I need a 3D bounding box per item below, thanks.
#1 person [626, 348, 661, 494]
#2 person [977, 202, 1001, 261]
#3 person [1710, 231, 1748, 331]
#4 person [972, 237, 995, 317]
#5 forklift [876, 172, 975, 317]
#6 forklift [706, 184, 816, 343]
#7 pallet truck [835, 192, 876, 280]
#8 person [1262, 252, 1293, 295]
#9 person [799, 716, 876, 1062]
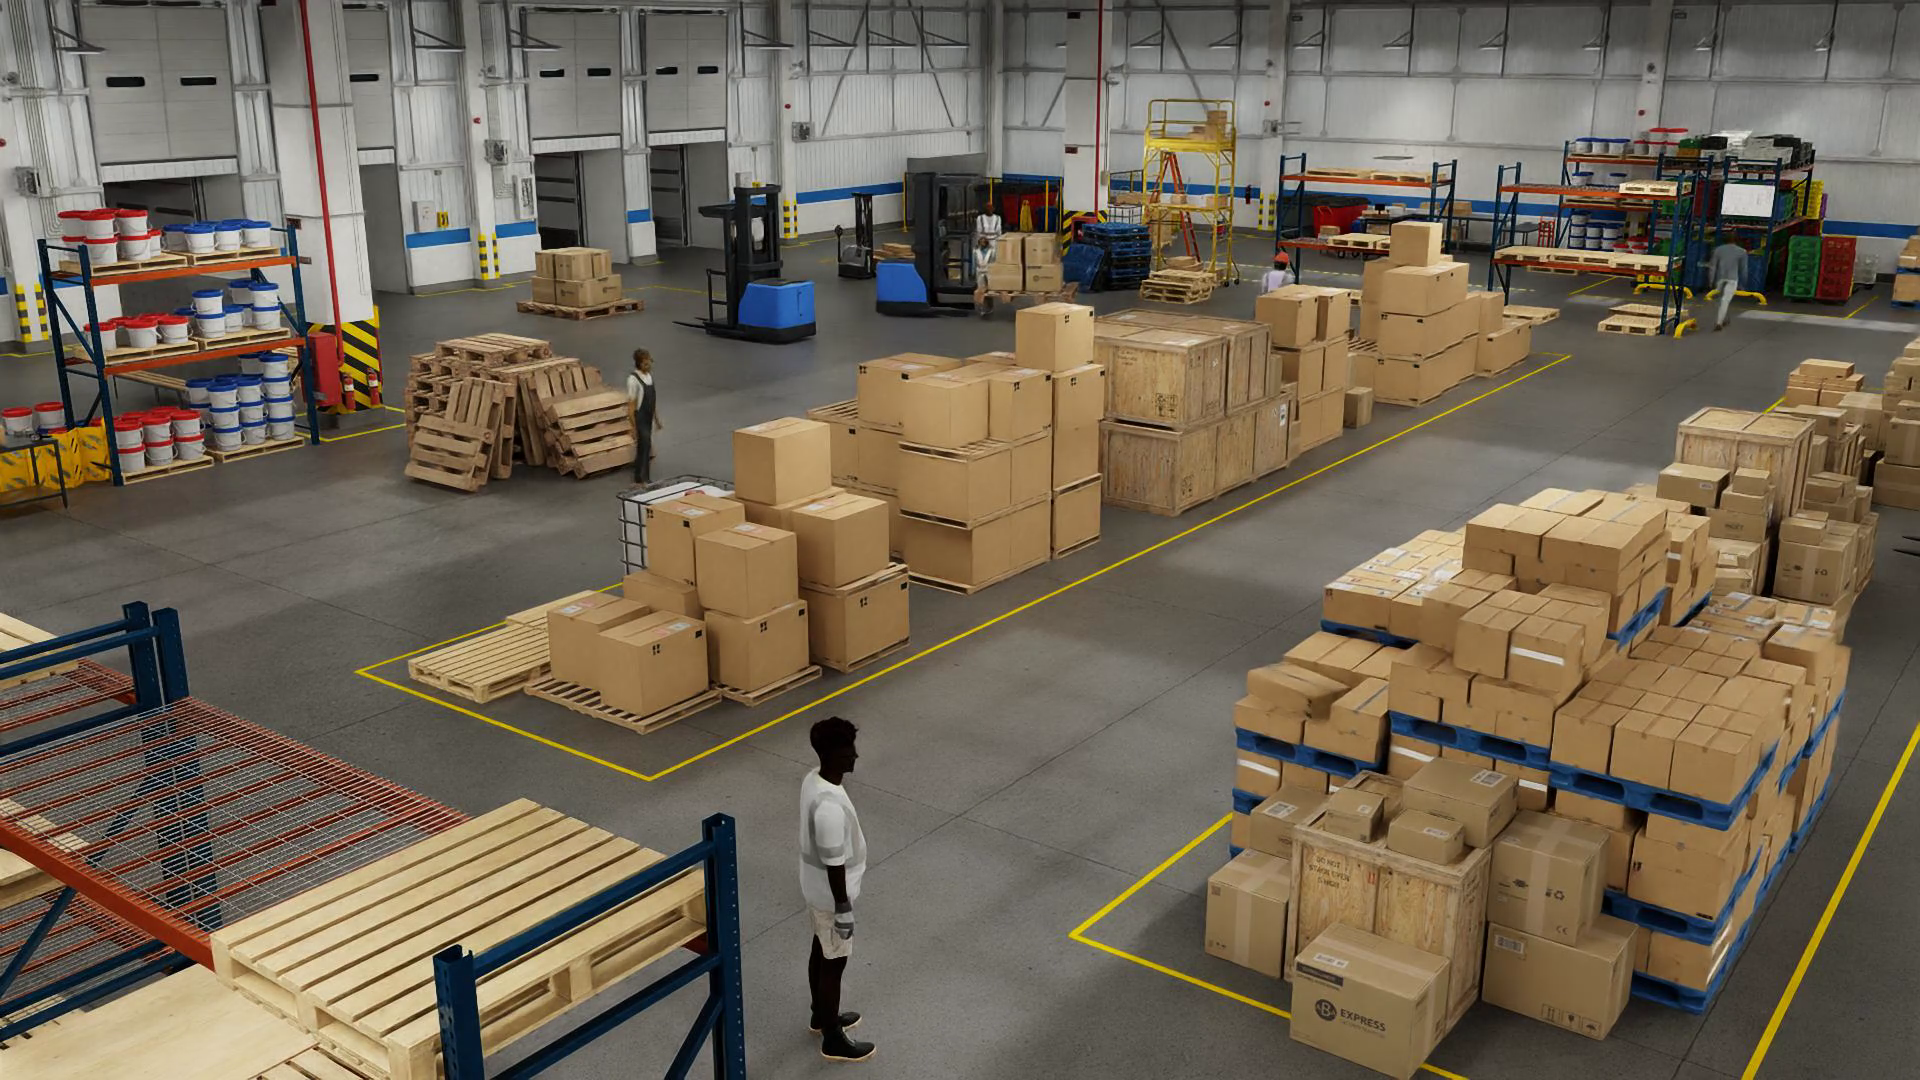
[{"bbox_3d":[-3.862,-1.456,20.382,0.408,1.849,0.517,4,17,14],"label":"person"},{"bbox_3d":[0.668,-6.742,37.830,0.581,1.857,0.767,-2,17,-5],"label":"person"},{"bbox_3d":[14.746,-4.988,31.990,0.645,1.893,1.028,14,22,39],"label":"person"},{"bbox_3d":[0.546,-5.335,33.643,0.603,1.581,0.879,3,17,9],"label":"person"},{"bbox_3d":[-0.709,-5.984,33.588,1.873,2.768,1.129,3,17,9],"label":"forklift"},{"bbox_3d":[-3.717,-5.181,30.929,1.873,2.768,1.129,12,21,35],"label":"forklift"},{"bbox_3d":[-1.936,-7.159,38.982,1.885,1.965,0.823,-12,21,-34],"label":"pallet truck"},{"bbox_3d":[5.498,-4.060,28.961,0.541,1.881,1.061,13,21,38],"label":"person"},{"bbox_3d":[-0.690,1.887,9.080,0.366,1.967,0.603,-4,17,-14],"label":"person"}]
